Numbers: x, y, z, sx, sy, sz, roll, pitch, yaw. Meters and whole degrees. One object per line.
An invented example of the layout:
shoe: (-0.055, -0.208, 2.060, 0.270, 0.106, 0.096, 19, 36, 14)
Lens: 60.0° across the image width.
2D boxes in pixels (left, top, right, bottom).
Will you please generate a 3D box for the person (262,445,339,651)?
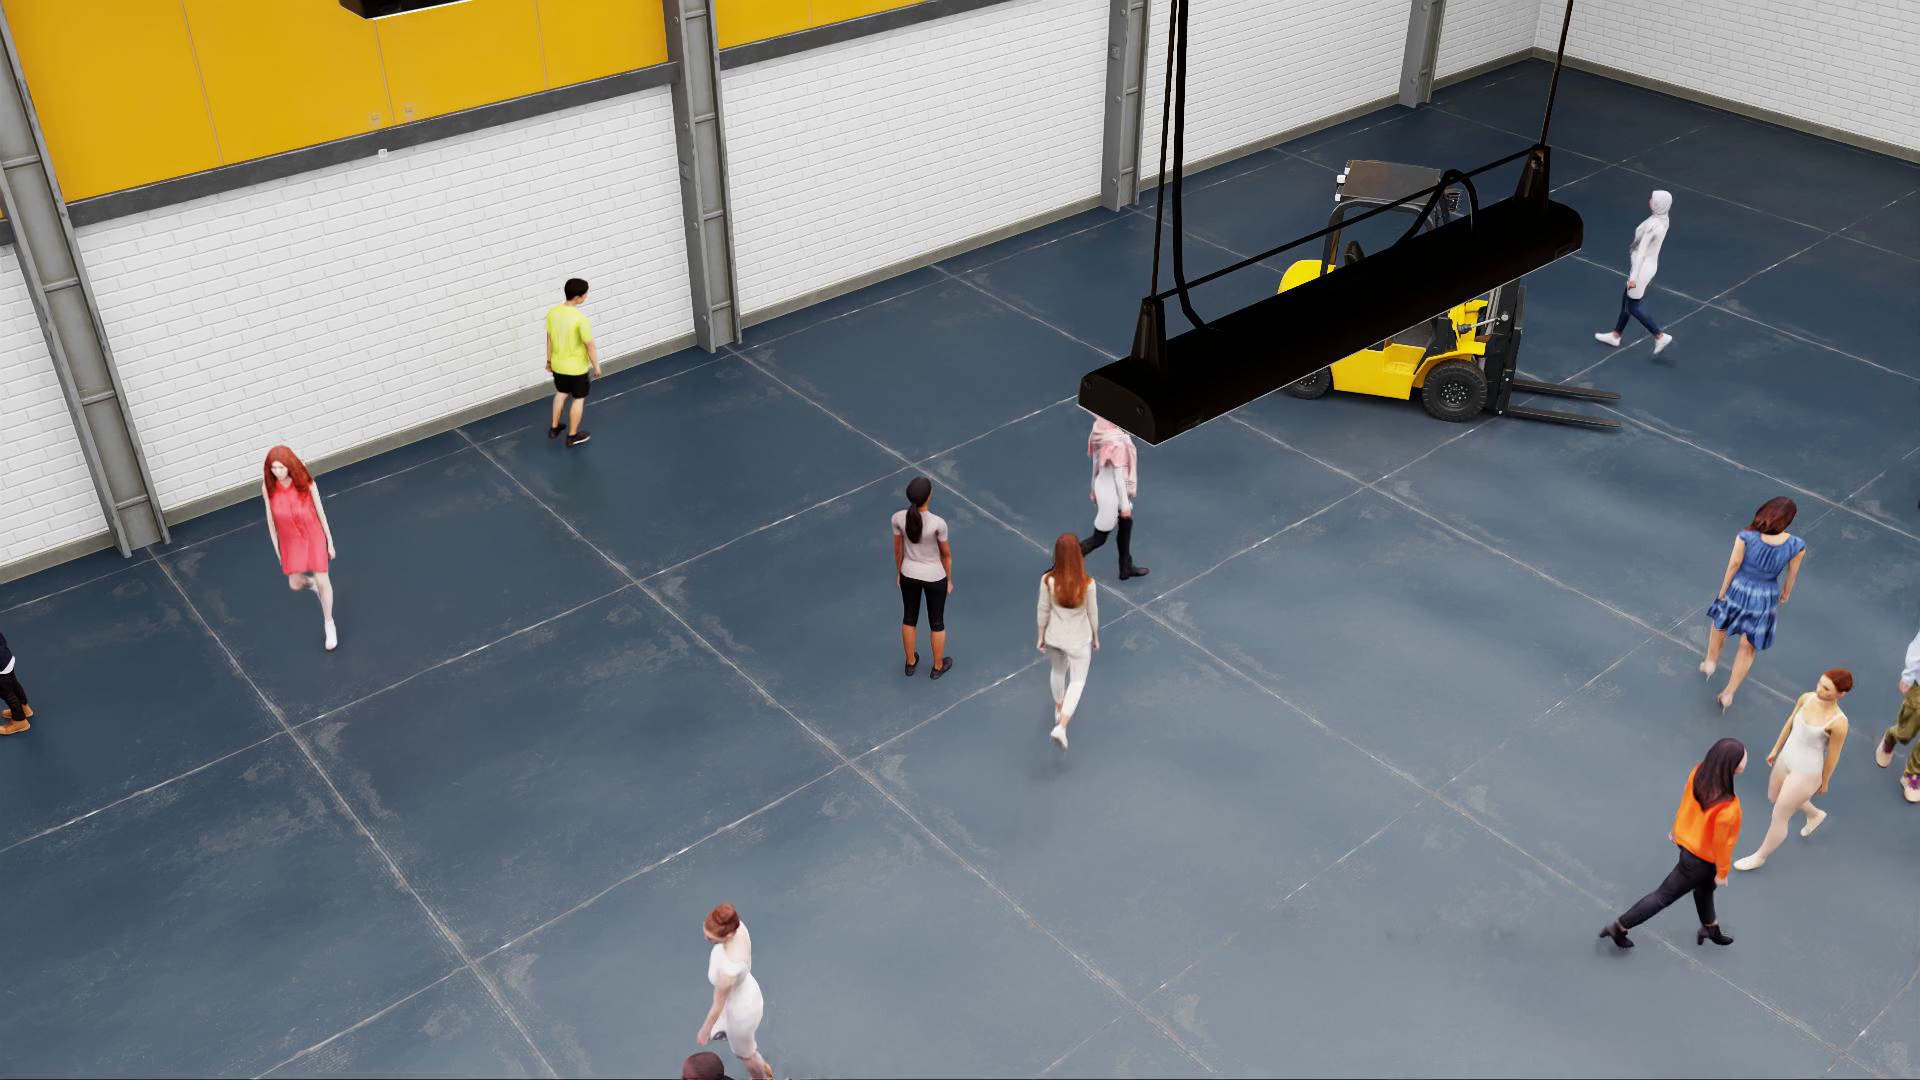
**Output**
person: (-5.104, -0.006, 13.006, 0.886, 1.813, 0.888, -5, 34, -8)

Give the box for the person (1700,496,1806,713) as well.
person: (5.814, 0.520, 12.243, 0.875, 1.781, 0.969, 11, 35, 16)

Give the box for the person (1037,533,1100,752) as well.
person: (0.764, 0.760, 11.969, 0.881, 1.686, 1.033, 10, 35, 15)

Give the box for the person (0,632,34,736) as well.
person: (-7.084, 0.870, 12.219, 0.618, 1.225, 0.584, -9, 35, -13)

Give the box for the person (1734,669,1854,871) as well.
person: (5.590, 1.485, 10.935, 1.027, 1.624, 0.829, -8, 34, -12)

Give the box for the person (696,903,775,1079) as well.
person: (-1.113, 2.594, 9.130, 0.792, 1.774, 0.751, 0, 34, 0)

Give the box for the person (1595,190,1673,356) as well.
person: (7.112, -2.729, 17.153, 0.786, 1.757, 1.000, 26, 41, 33)

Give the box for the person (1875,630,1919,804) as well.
person: (6.793, 0.981, 11.535, 0.874, 1.799, 0.937, 8, 35, 13)

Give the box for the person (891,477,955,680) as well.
person: (-0.284, 0.288, 12.623, 0.693, 1.747, 0.712, 10, 35, 14)

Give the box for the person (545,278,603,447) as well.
person: (-3.692, -1.638, 15.593, 0.826, 1.667, 0.786, 6, 34, 9)

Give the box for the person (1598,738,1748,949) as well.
person: (4.428, 1.927, 10.196, 1.168, 1.705, 1.089, 1, 34, 2)

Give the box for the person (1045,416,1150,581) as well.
person: (1.129, -0.327, 13.528, 1.245, 1.769, 0.997, -6, 34, -9)
